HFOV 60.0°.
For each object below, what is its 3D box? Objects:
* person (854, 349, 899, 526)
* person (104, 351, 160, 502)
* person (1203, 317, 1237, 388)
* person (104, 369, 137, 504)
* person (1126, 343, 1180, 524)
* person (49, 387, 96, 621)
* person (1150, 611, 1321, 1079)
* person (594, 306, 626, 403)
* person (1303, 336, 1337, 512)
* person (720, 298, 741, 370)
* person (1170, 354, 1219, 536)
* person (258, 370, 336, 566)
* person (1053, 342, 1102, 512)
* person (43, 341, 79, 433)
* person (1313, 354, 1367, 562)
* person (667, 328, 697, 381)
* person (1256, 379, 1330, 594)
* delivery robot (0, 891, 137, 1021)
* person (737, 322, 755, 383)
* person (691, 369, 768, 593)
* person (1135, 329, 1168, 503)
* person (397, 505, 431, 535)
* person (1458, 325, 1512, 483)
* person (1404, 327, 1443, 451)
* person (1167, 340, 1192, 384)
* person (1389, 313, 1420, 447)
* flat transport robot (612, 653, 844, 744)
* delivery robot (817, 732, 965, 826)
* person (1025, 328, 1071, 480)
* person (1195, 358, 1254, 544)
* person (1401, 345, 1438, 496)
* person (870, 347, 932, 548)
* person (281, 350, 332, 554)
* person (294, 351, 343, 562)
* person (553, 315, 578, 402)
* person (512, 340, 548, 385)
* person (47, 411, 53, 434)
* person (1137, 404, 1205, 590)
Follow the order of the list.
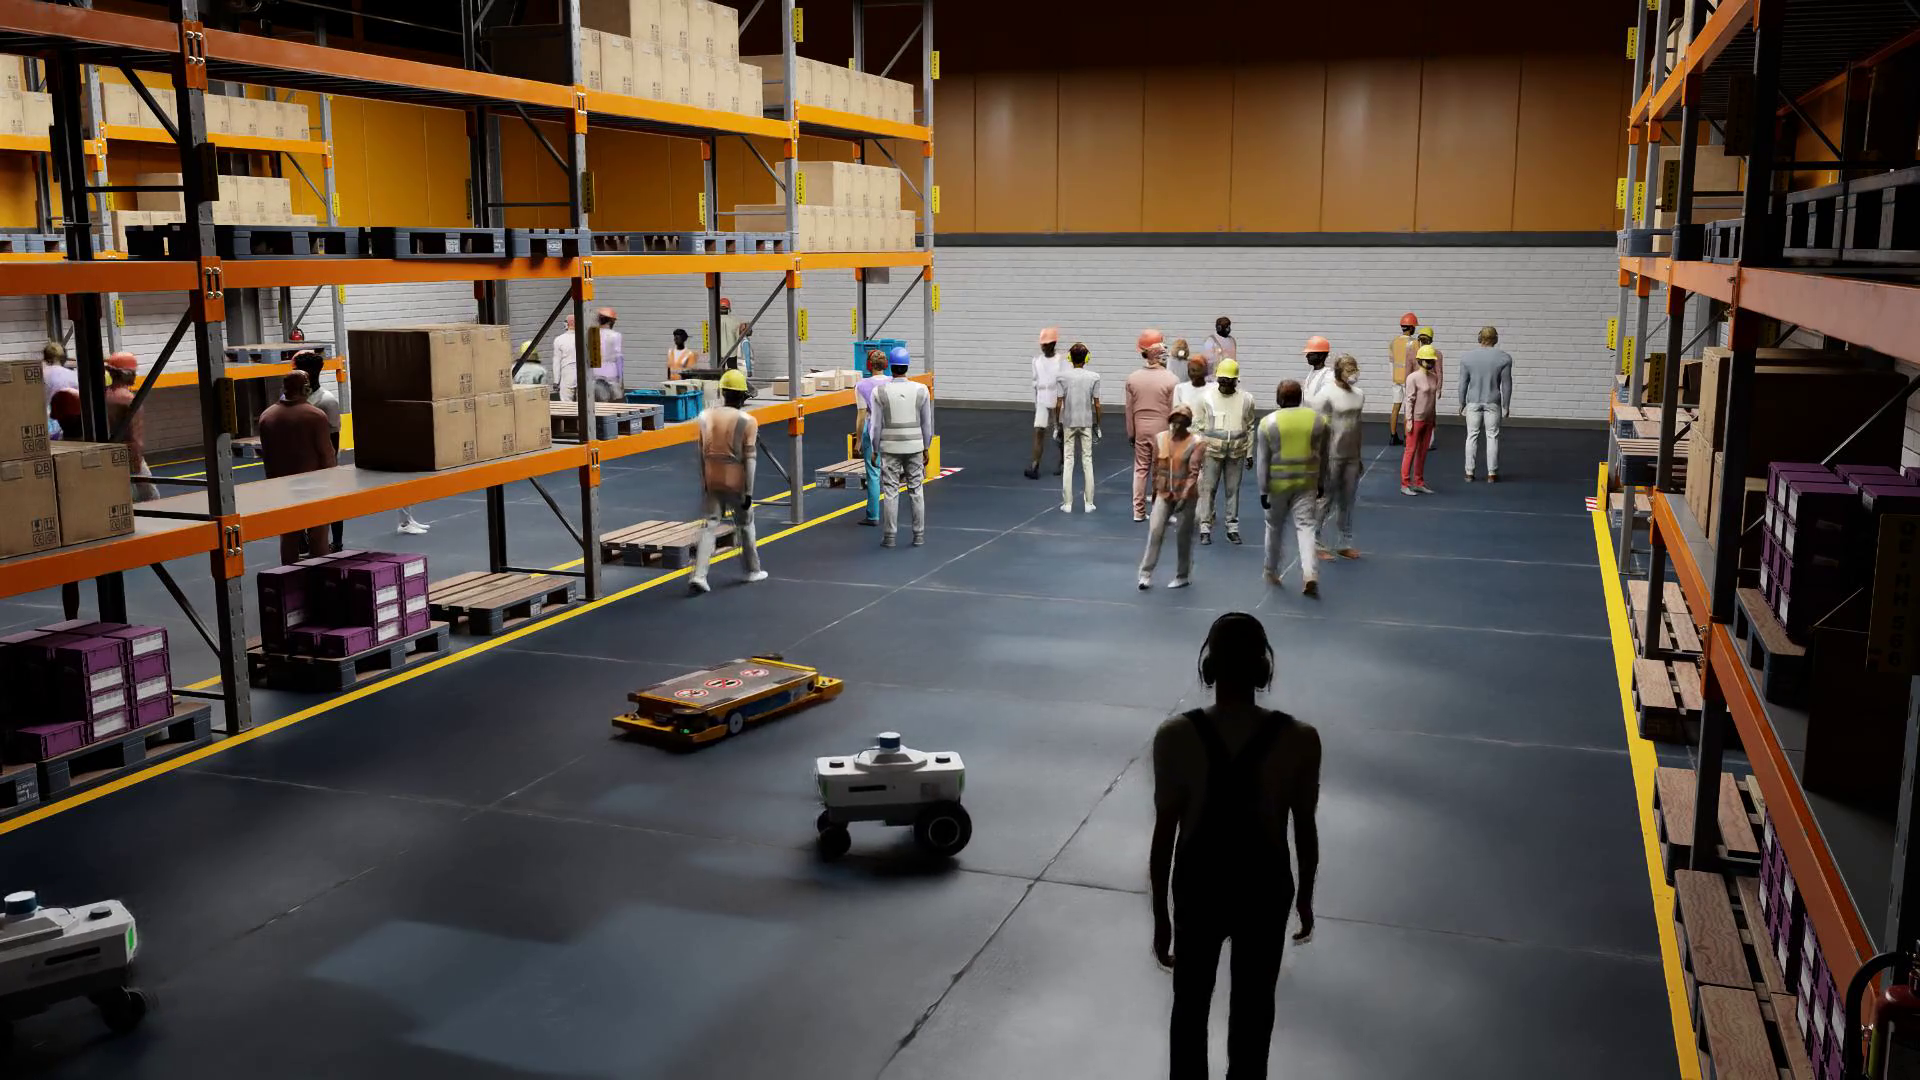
[{"bbox_3d":[-0.843,-1.059,17.334,0.564,1.846,0.390,-7,12,-35],"label":"person"},{"bbox_3d":[-7.591,-0.756,15.303,0.631,1.950,0.948,5,11,24],"label":"person"},{"bbox_3d":[3.965,-2.442,25.154,0.629,1.842,0.434,-8,13,-38],"label":"person"},{"bbox_3d":[-8.078,-0.750,15.841,0.523,1.761,0.323,5,11,26],"label":"person"},{"bbox_3d":[2.062,-1.117,17.495,0.644,1.905,0.400,7,12,36],"label":"person"},{"bbox_3d":[-6.283,-0.131,11.878,0.543,1.928,0.373,-2,10,-11],"label":"person"},{"bbox_3d":[0.851,1.112,5.173,0.505,1.819,0.717,2,10,11],"label":"person"},{"bbox_3d":[-5.195,-2.430,24.565,0.644,2.018,0.503,5,11,27],"label":"person"},{"bbox_3d":[3.891,-1.258,18.195,0.360,1.939,0.543,-3,10,-14],"label":"person"},{"bbox_3d":[-4.136,-3.263,29.323,0.612,1.996,0.388,-2,10,-9],"label":"person"},{"bbox_3d":[2.438,-0.978,16.951,0.555,1.833,1.036,8,13,38],"label":"person"},{"bbox_3d":[-5.444,-0.461,13.808,0.639,1.903,0.409,2,10,12],"label":"person"},{"bbox_3d":[1.288,-1.230,18.232,0.535,1.869,0.312,0,10,2],"label":"person"},{"bbox_3d":[-9.492,-1.137,17.560,0.644,1.920,0.442,1,10,5],"label":"person"},{"bbox_3d":[3.517,-0.748,15.381,0.652,1.936,0.556,-7,12,-36],"label":"person"},{"bbox_3d":[-4.185,-2.375,25.174,0.547,1.680,0.422,5,11,25],"label":"person"},{"bbox_3d":[2.824,-0.460,14.095,0.630,1.808,0.917,0,10,0],"label":"person"},{"bbox_3d":[-3.426,1.533,6.104,0.707,0.478,0.477,-8,13,-39],"label":"delivery robot"},{"bbox_3d":[-3.565,-2.805,27.729,0.306,1.645,0.523,-3,11,-18],"label":"person"},{"bbox_3d":[-1.992,-0.504,14.122,0.601,1.883,0.981,3,11,19],"label":"person"},{"bbox_3d":[2.229,-1.418,18.973,0.445,1.993,0.802,2,10,12],"label":"person"},{"bbox_3d":[-5.602,-0.992,16.905,0.337,1.870,0.578,-2,10,-13],"label":"person"},{"bbox_3d":[6.472,-1.672,20.528,0.635,1.936,0.352,5,11,24],"label":"person"},{"bbox_3d":[6.622,-2.161,23.772,0.533,1.765,0.329,4,11,24],"label":"person"},{"bbox_3d":[3.063,-1.972,23.169,0.527,1.600,0.752,0,10,-1],"label":"person"},{"bbox_3d":[6.484,-2.320,24.175,0.358,1.938,0.545,-7,12,-33],"label":"person"},{"bbox_3d":[-1.421,0.966,10.363,0.652,0.197,1.431,7,12,33],"label":"flat transport robot"},{"bbox_3d":[-0.342,1.180,8.096,0.707,0.478,0.477,-1,10,-8],"label":"delivery robot"},{"bbox_3d":[1.125,-1.706,20.869,0.564,1.885,0.988,5,11,25],"label":"person"},{"bbox_3d":[2.593,-0.863,16.283,0.589,1.827,0.404,0,10,-2],"label":"person"},{"bbox_3d":[5.417,-1.399,19.475,0.533,1.767,0.327,-8,13,-37],"label":"person"},{"bbox_3d":[-0.573,-0.886,16.070,0.603,1.949,0.389,-2,10,-13],"label":"person"},{"bbox_3d":[-6.168,-0.833,15.801,0.359,1.938,0.545,1,10,7],"label":"person"},{"bbox_3d":[-5.877,-0.745,15.222,0.600,1.967,0.369,10,14,43],"label":"person"},{"bbox_3d":[-5.716,-2.377,24.633,0.652,1.895,0.400,-7,12,-34],"label":"person"},{"bbox_3d":[-5.470,-1.665,21.098,0.510,1.715,0.518,-3,10,-14],"label":"person"},{"bbox_3d":[-8.972,-0.799,16.354,0.711,1.670,0.535,-5,11,-28],"label":"person"},{"bbox_3d":[1.777,-0.341,13.982,0.532,1.600,0.745,7,12,34],"label":"person"}]
